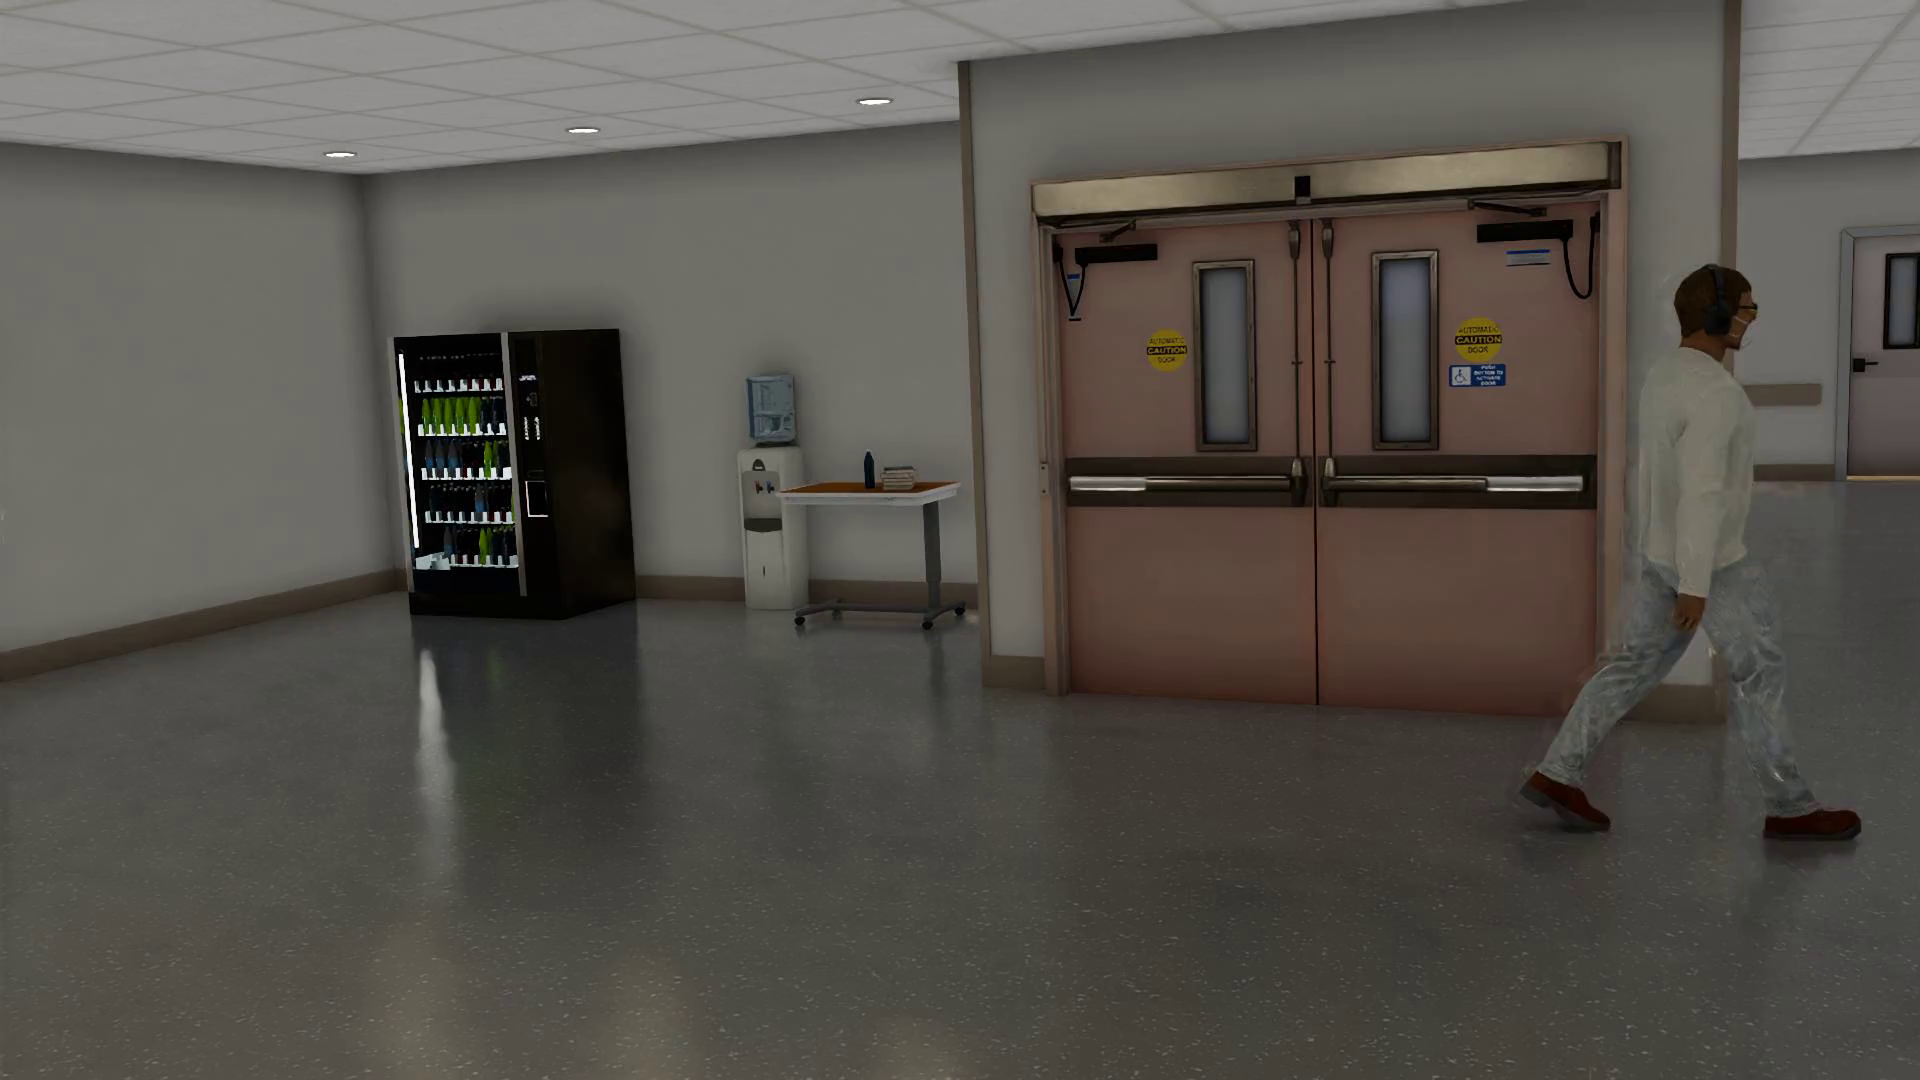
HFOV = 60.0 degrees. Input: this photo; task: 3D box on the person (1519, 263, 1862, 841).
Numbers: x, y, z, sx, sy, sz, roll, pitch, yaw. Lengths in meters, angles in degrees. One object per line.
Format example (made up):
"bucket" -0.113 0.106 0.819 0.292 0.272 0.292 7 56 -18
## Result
"person" 2.347 0.058 5.419 1.030 1.902 0.635 -2 7 5
